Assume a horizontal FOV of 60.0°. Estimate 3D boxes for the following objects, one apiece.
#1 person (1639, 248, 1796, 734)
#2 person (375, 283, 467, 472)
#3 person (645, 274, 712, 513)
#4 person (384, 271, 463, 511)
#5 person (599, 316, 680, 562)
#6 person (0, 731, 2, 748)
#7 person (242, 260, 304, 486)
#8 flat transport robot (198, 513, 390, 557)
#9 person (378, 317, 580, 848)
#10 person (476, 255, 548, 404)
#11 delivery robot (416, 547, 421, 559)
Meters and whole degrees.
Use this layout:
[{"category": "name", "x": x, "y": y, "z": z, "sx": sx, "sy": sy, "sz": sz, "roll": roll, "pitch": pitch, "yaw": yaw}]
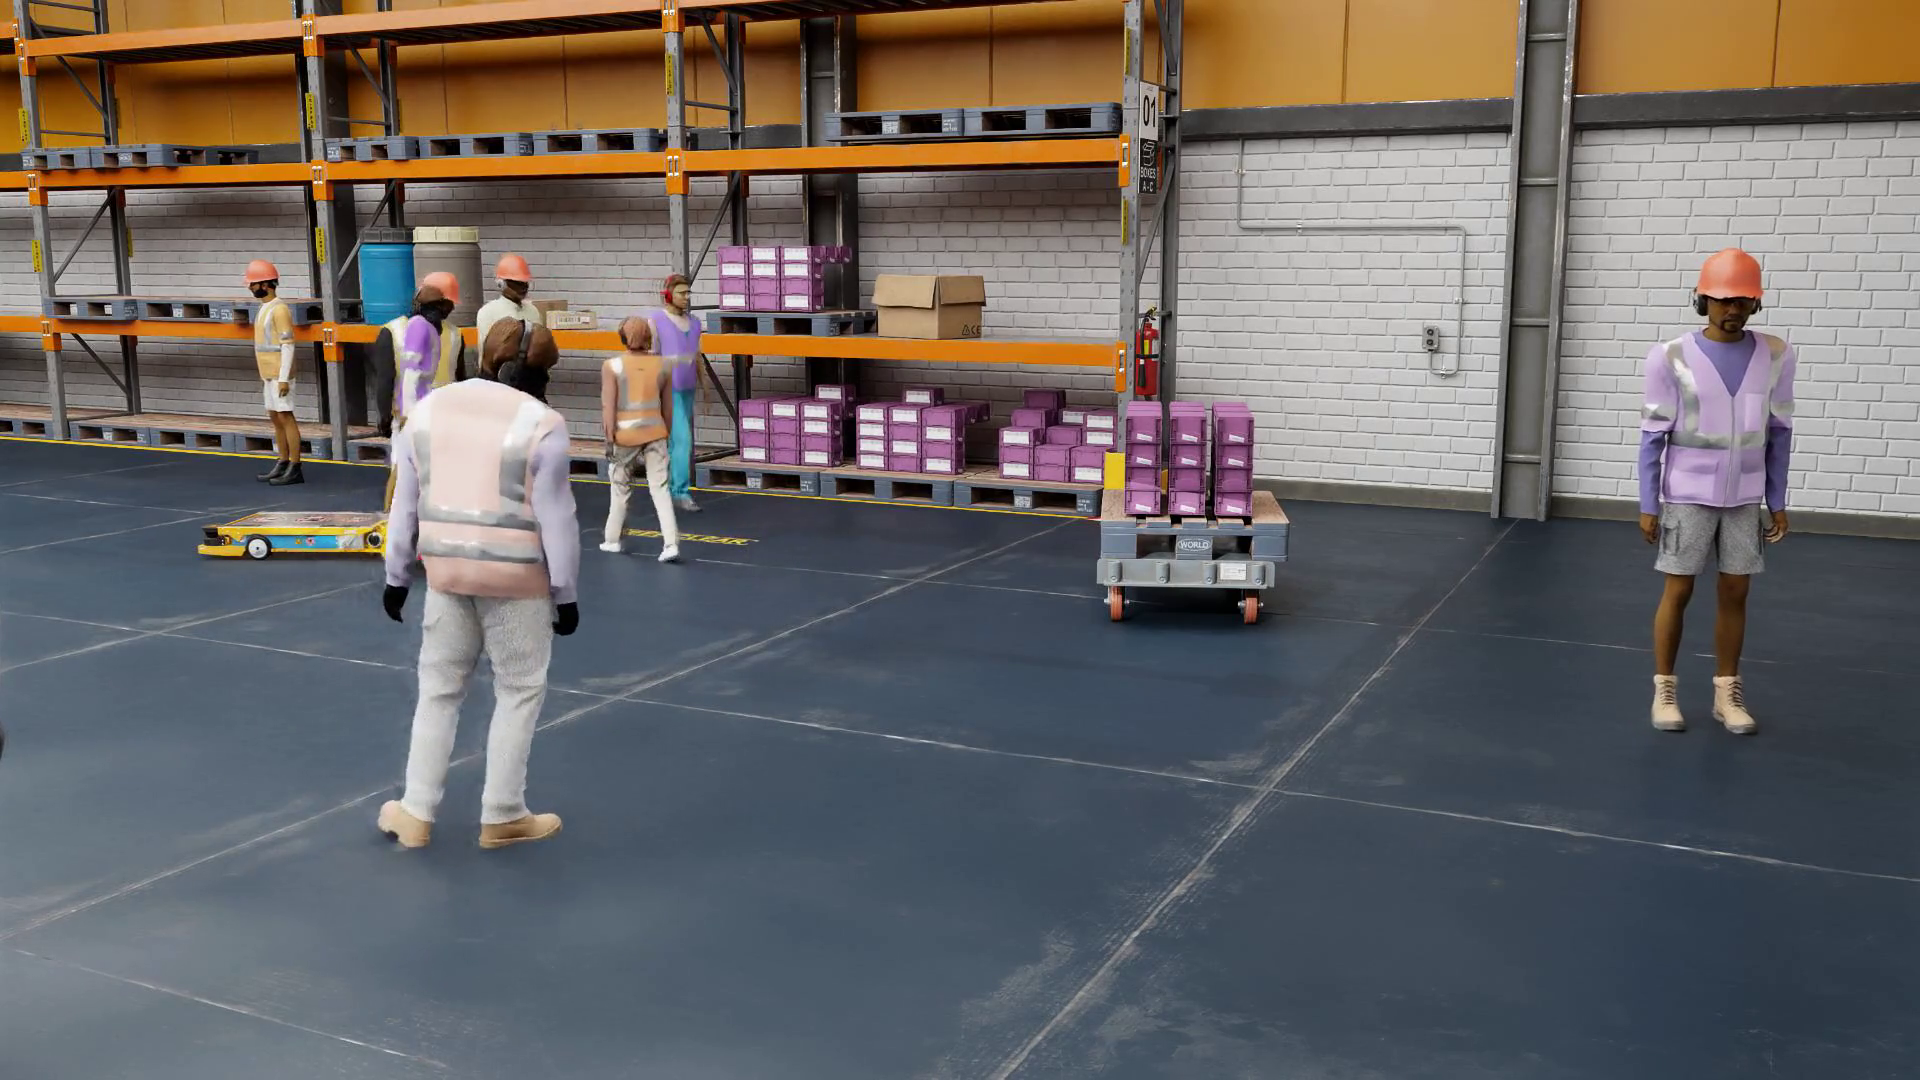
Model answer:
[{"category": "person", "x": 3.147, "y": -0.187, "z": 6.934, "sx": 0.609, "sy": 2.031, "sz": 0.416, "roll": 1, "pitch": 10, "yaw": 3}, {"category": "person", "x": -3.781, "y": -0.894, "z": 11.651, "sx": 0.651, "sy": 1.803, "sz": 0.848, "roll": -7, "pitch": 12, "yaw": -33}, {"category": "person", "x": -2.105, "y": -1.119, "z": 12.808, "sx": 0.642, "sy": 1.826, "sz": 0.596, "roll": 6, "pitch": 11, "yaw": 30}, {"category": "person", "x": -3.627, "y": -0.915, "z": 11.544, "sx": 0.975, "sy": 1.865, "sz": 0.590, "roll": -3, "pitch": 10, "yaw": -17}, {"category": "person", "x": -2.094, "y": -0.657, "z": 10.849, "sx": 0.523, "sy": 1.597, "sz": 0.831, "roll": -6, "pitch": 11, "yaw": -30}, {"category": "person", "x": -2.594, "y": 0.405, "z": 3.876, "sx": 0.638, "sy": 1.909, "sz": 0.408, "roll": -6, "pitch": 11, "yaw": -30}, {"category": "person", "x": -5.913, "y": -1.430, "z": 14.315, "sx": 0.384, "sy": 1.930, "sz": 0.547, "roll": -8, "pitch": 13, "yaw": -38}, {"category": "flat transport robot", "x": -4.249, "y": -0.046, "z": 11.136, "sx": 1.431, "sy": 0.197, "sz": 0.652, "roll": 0, "pitch": 10, "yaw": 2}, {"category": "person", "x": -1.640, "y": 0.152, "z": 5.648, "sx": 0.763, "sy": 1.803, "sz": 0.462, "roll": 3, "pitch": 10, "yaw": 15}, {"category": "person", "x": -3.262, "y": -1.099, "z": 12.323, "sx": 0.428, "sy": 1.982, "sz": 0.673, "roll": 6, "pitch": 11, "yaw": 30}, {"category": "delivery robot", "x": -3.363, "y": -0.112, "z": 10.438, "sx": 0.477, "sy": 0.478, "sz": 0.707, "roll": -2, "pitch": 10, "yaw": -11}]
